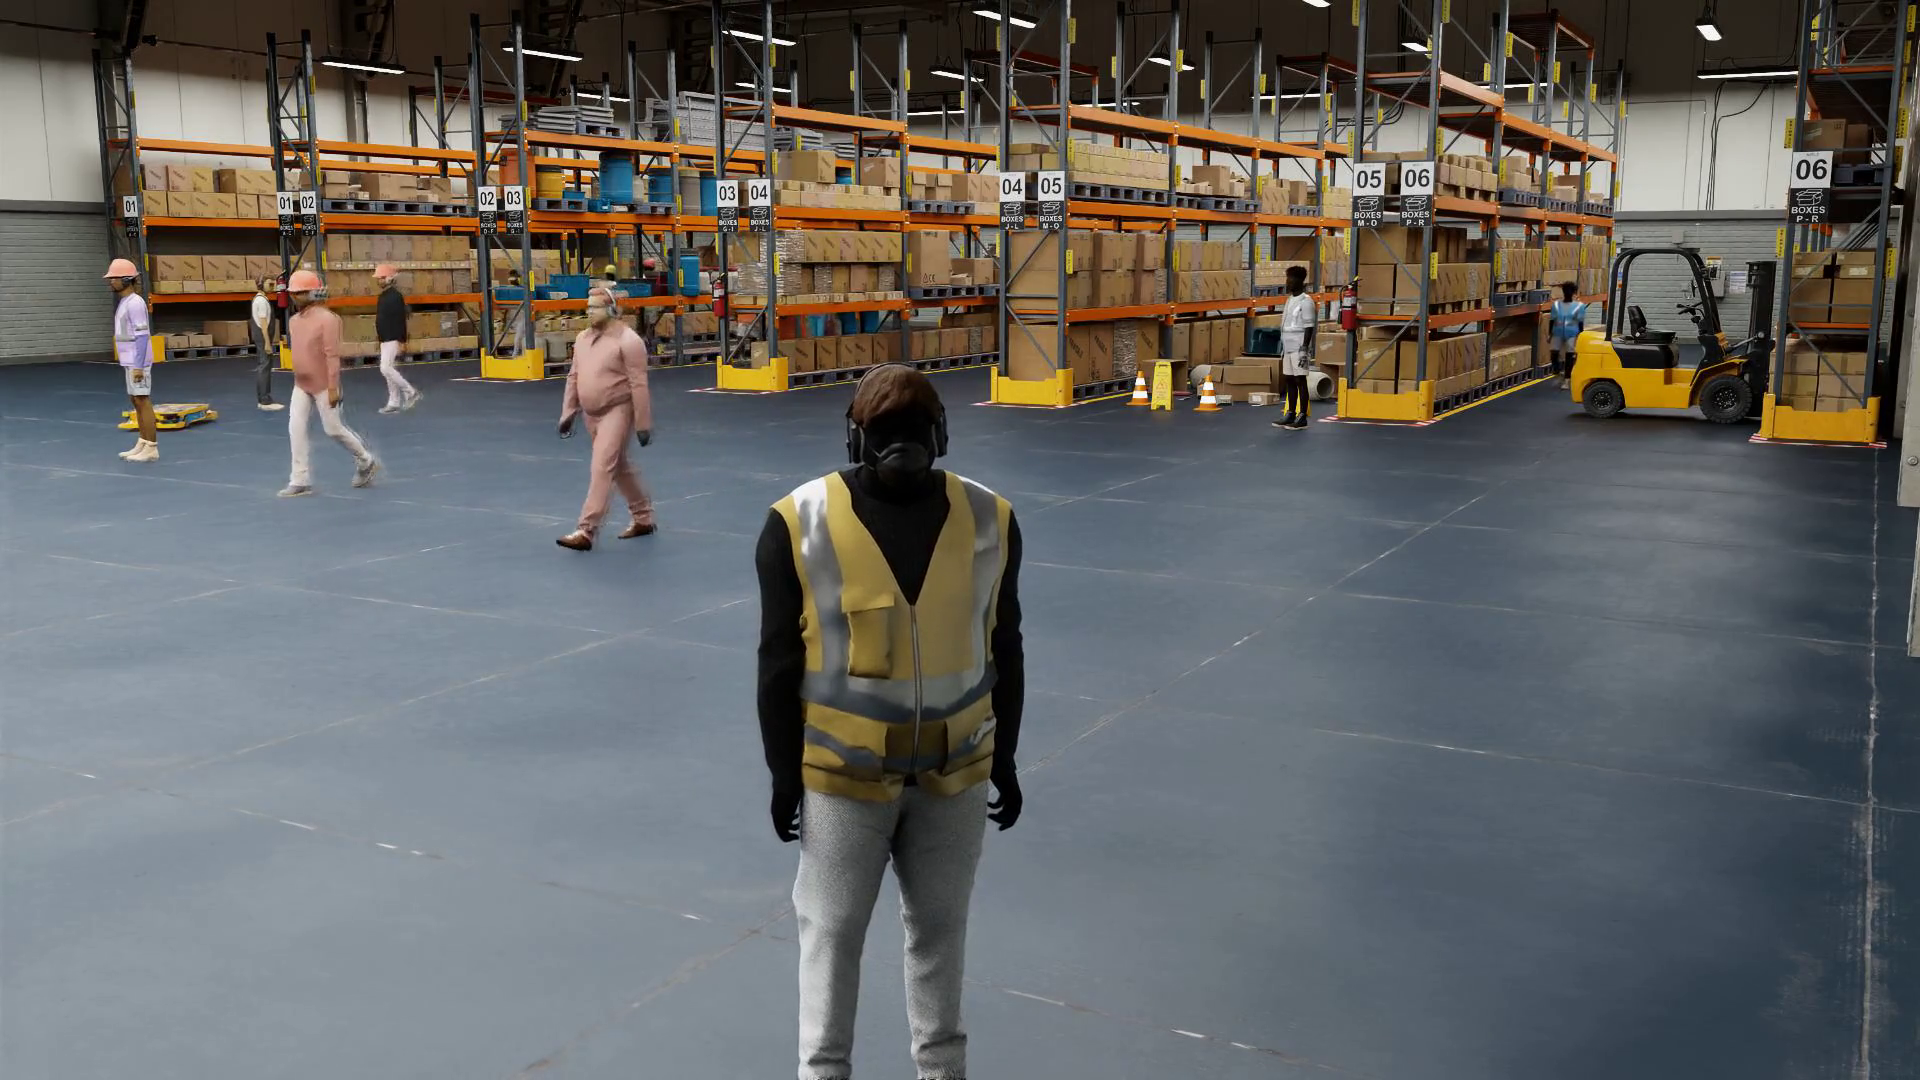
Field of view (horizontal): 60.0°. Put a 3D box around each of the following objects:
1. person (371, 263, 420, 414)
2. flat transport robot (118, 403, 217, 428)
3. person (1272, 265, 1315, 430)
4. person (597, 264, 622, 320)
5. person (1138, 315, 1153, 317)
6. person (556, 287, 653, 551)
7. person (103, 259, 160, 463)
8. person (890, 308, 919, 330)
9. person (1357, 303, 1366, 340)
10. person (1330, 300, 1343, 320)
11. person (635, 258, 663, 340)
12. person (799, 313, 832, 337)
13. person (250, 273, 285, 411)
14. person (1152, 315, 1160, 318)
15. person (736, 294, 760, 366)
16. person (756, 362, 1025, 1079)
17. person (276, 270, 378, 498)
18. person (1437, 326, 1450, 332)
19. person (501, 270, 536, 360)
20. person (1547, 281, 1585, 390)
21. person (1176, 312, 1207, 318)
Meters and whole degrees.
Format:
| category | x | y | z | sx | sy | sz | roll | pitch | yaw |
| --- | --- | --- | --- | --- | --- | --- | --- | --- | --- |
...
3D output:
| category | x | y | z | sx | sy | sz | roll | pitch | yaw |
| --- | --- | --- | --- | --- | --- | --- | --- | --- | --- |
| person | -7.494 | -2.641 | 21.868 | 0.467 | 1.976 | 0.624 | -7 | 12 | -35 |
| flat transport robot | -9.660 | -1.520 | 20.308 | 0.652 | 0.197 | 1.431 | -1 | 10 | -5 |
| person | 4.026 | -2.308 | 19.972 | 0.366 | 1.965 | 0.607 | -3 | 10 | -15 |
| person | -7.054 | -4.580 | 33.439 | 0.593 | 1.908 | 0.641 | 5 | 11 | 25 |
| person | 3.306 | -4.141 | 30.921 | 0.644 | 1.900 | 0.999 | 4 | 11 | 24 |
| person | -2.553 | -0.875 | 11.922 | 0.645 | 1.853 | 1.013 | 8 | 13 | 39 |
| person | -8.354 | -1.801 | 16.776 | 0.392 | 2.045 | 0.608 | -7 | 12 | -34 |
| person | -1.115 | -4.978 | 35.574 | 0.661 | 1.968 | 0.788 | 8 | 13 | 40 |
| person | 8.709 | -5.038 | 36.279 | 0.510 | 1.860 | 0.333 | 2 | 10 | 11 |
| person | 8.785 | -5.533 | 39.127 | 0.408 | 1.868 | 0.623 | 0 | 10 | -3 |
| person | -6.550 | -4.918 | 35.067 | 0.630 | 2.027 | 0.445 | 3 | 10 | 18 |
| person | -2.739 | -4.193 | 31.480 | 0.570 | 1.808 | 0.872 | 3 | 10 | 19 |
| person | -9.363 | -2.663 | 22.413 | 0.347 | 1.842 | 0.505 | -5 | 11 | -29 |
| person | 3.904 | -4.783 | 34.547 | 0.545 | 1.938 | 0.358 | 4 | 11 | 23 |
| person | -4.022 | -4.125 | 31.493 | 0.535 | 1.667 | 0.795 | 1 | 10 | 4 |
| person | -0.142 | 0.519 | 3.783 | 0.623 | 1.844 | 0.430 | -3 | 10 | -15 |
| person | -5.560 | -1.372 | 14.525 | 0.621 | 1.965 | 0.915 | 5 | 11 | 29 |
| person | 10.457 | -4.996 | 35.839 | 0.639 | 1.919 | 0.685 | 5 | 11 | 29 |
| person | -8.004 | -3.937 | 29.945 | 0.552 | 1.817 | 0.996 | 5 | 11 | 27 |
| person | 9.374 | -3.162 | 25.774 | 0.555 | 1.679 | 0.457 | 6 | 11 | 30 |
| person | 4.714 | -4.733 | 33.952 | 0.700 | 2.000 | 0.596 | 3 | 10 | 16 |
